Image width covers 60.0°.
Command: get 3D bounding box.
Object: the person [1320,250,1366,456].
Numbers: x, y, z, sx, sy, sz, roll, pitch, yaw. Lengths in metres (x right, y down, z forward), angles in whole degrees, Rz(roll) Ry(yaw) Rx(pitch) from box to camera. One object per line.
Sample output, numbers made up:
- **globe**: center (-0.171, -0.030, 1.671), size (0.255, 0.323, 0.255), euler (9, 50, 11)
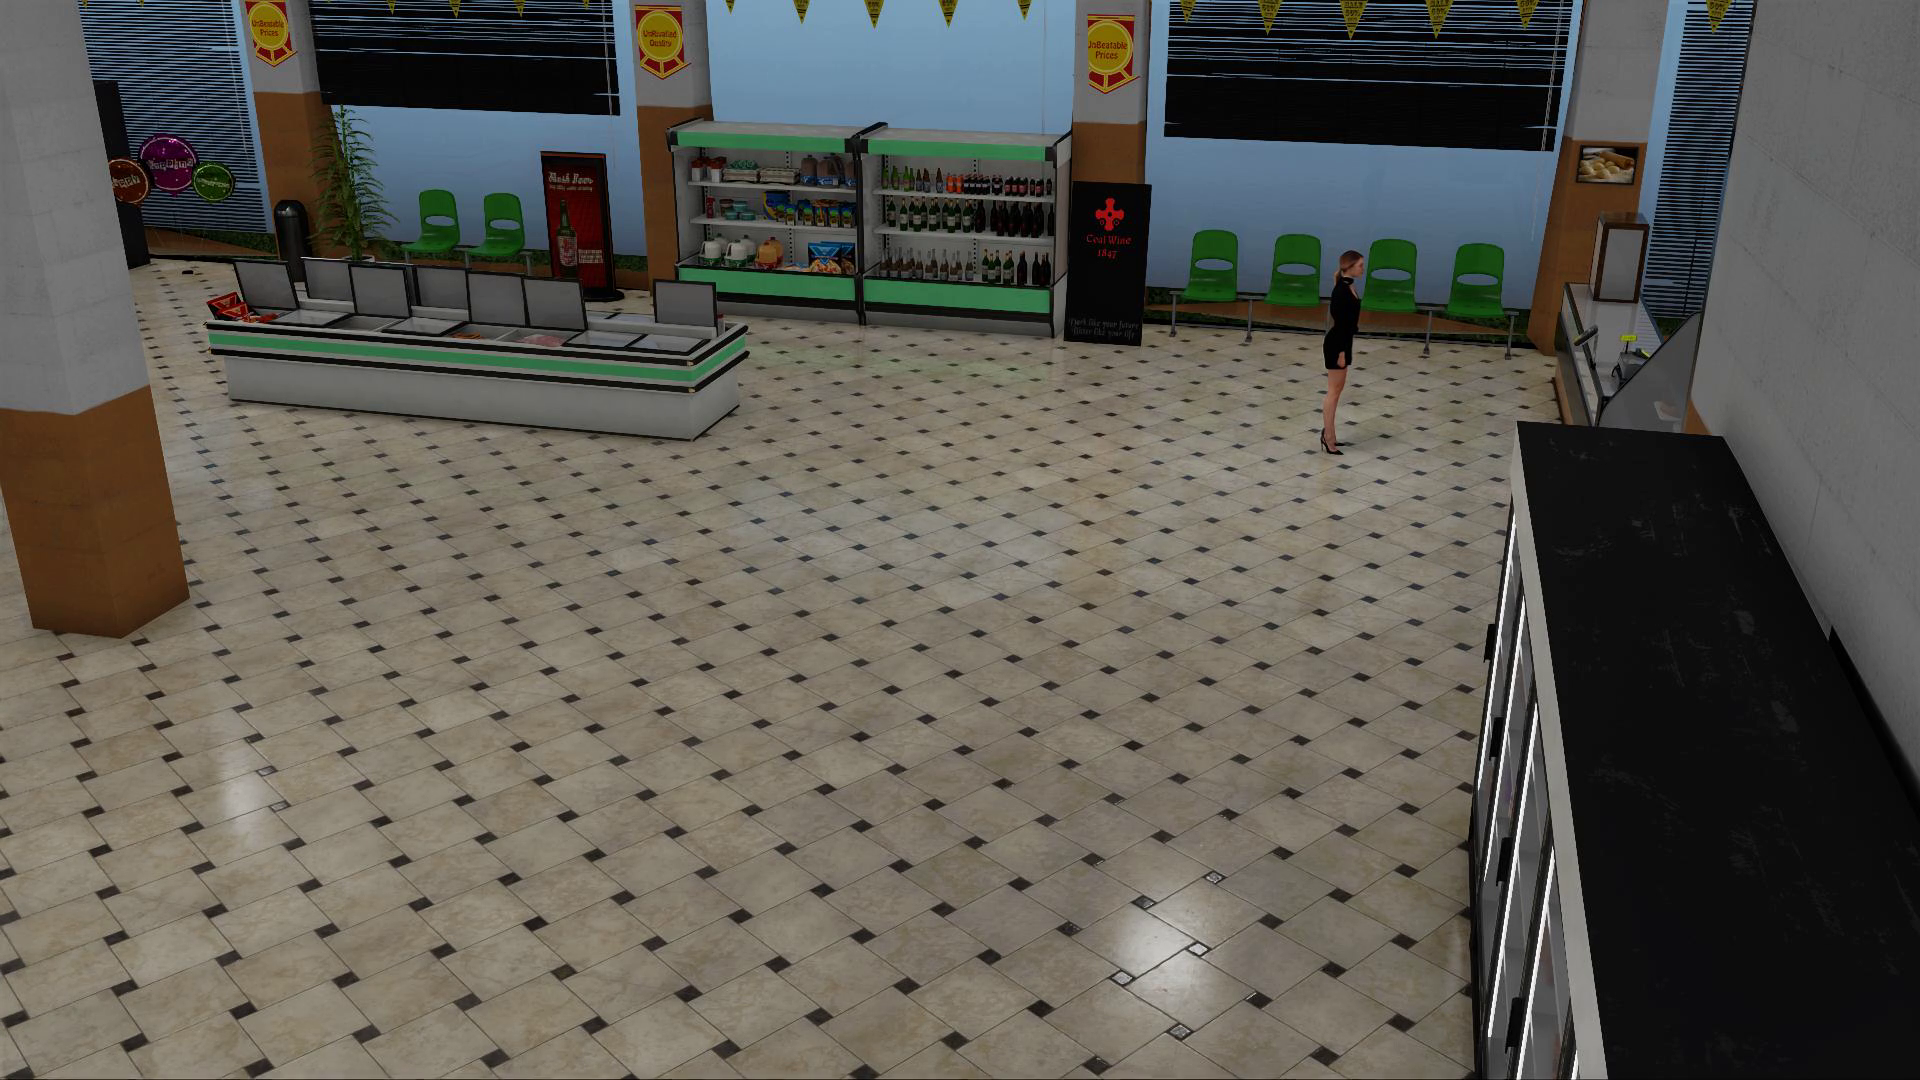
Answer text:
- **person**: center (3.286, -1.628, 14.339), size (0.506, 1.768, 0.575), euler (6, 23, 16)
